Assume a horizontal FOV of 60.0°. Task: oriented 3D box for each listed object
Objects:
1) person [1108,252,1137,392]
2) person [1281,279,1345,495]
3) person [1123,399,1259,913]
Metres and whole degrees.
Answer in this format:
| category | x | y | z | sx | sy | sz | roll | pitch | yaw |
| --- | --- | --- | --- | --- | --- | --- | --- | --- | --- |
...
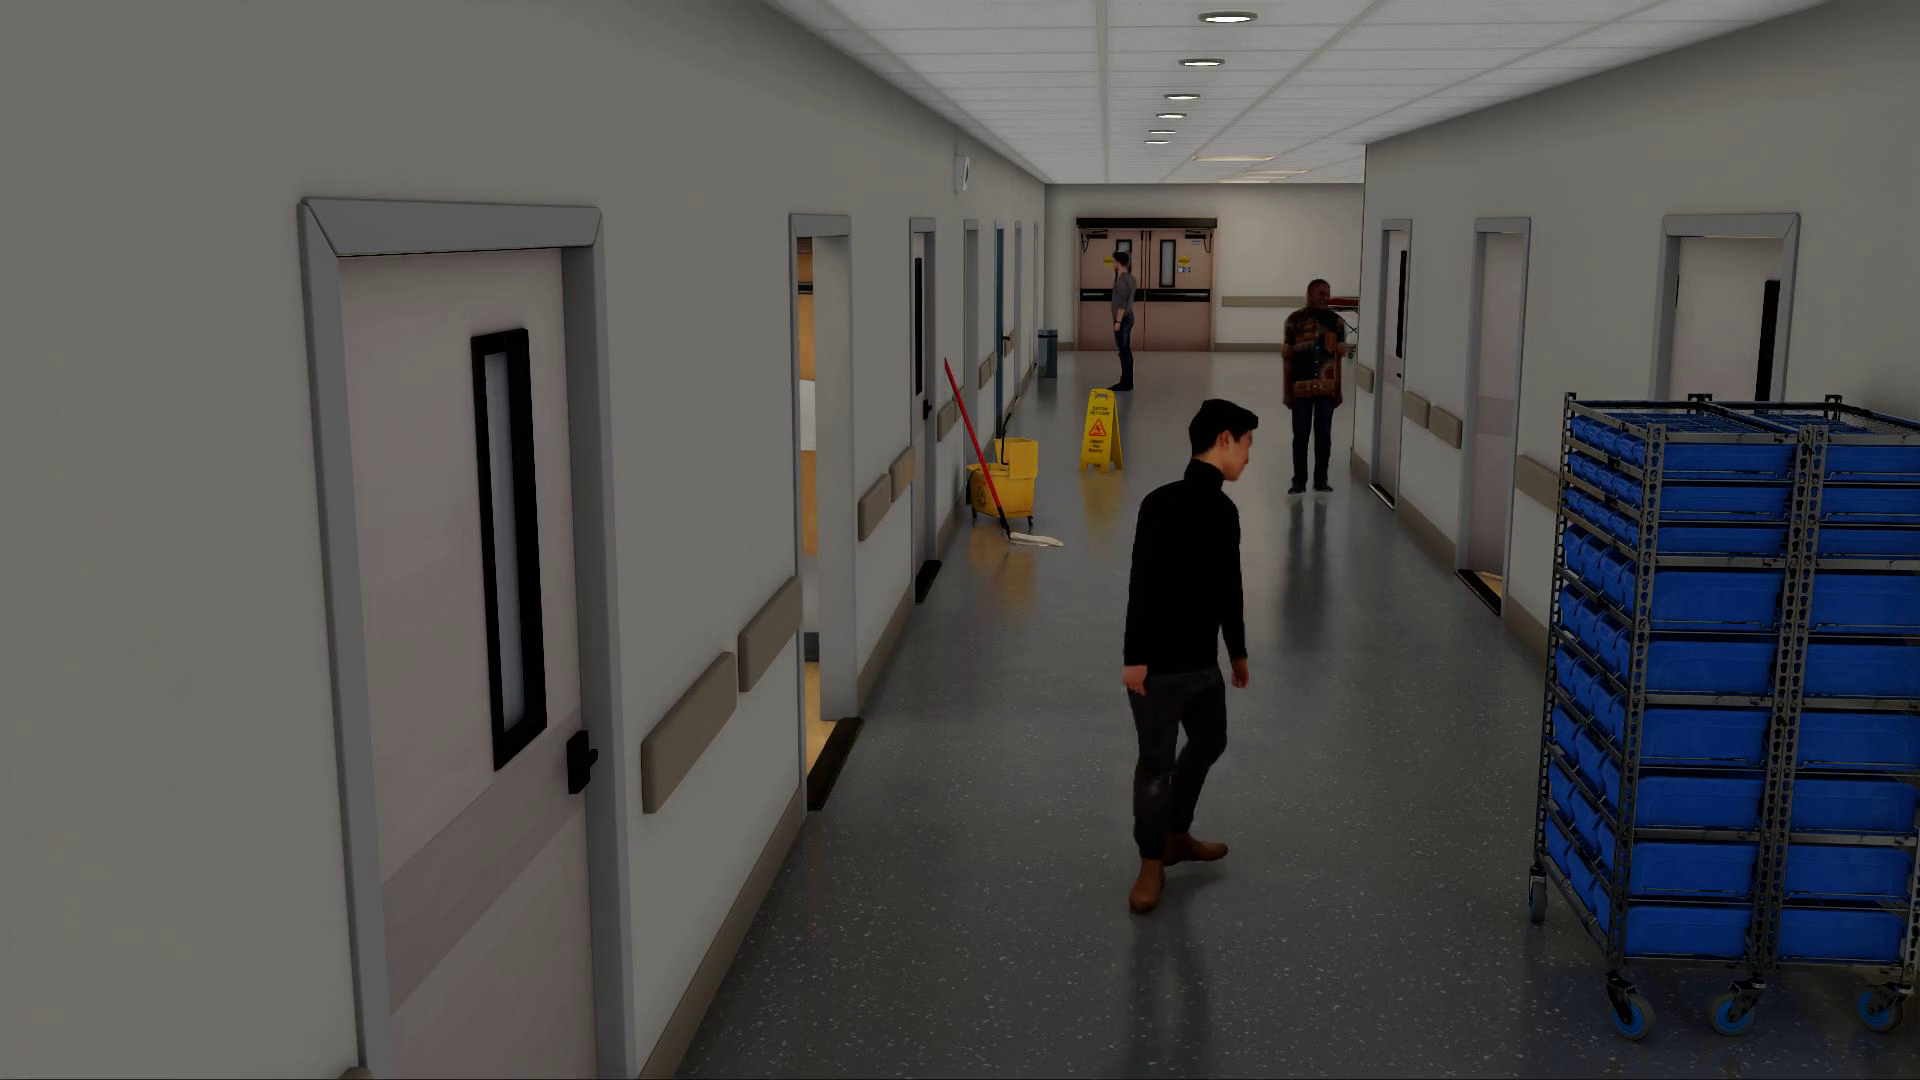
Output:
| category | x | y | z | sx | sy | sz | roll | pitch | yaw |
| --- | --- | --- | --- | --- | --- | --- | --- | --- | --- |
| person | 2.264 | -3.028 | 23.005 | 0.812 | 1.902 | 0.591 | 4 | 11 | 19 |
| person | 2.974 | -1.289 | 13.997 | 0.712 | 1.805 | 0.674 | 1 | 11 | 6 |
| person | 0.702 | 0.385 | 5.604 | 0.777 | 1.685 | 0.849 | -5 | 12 | -27 |
